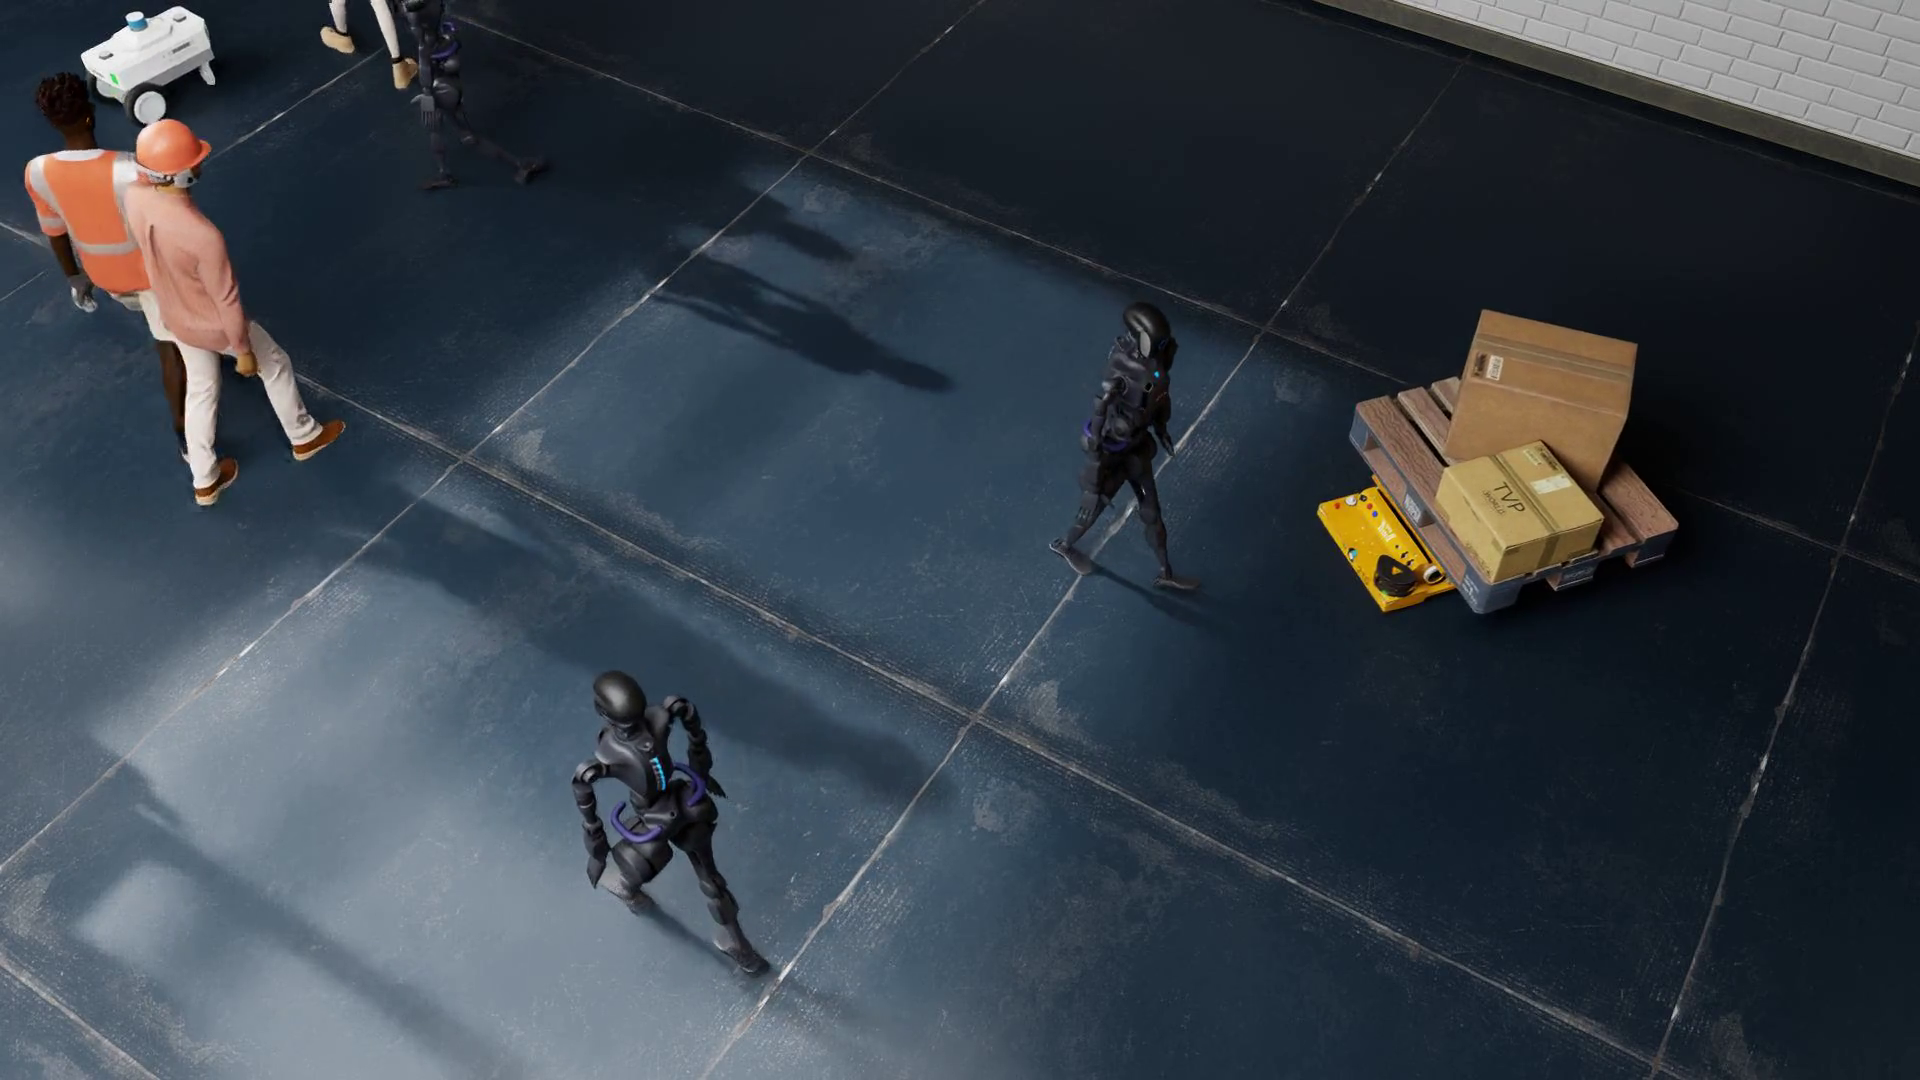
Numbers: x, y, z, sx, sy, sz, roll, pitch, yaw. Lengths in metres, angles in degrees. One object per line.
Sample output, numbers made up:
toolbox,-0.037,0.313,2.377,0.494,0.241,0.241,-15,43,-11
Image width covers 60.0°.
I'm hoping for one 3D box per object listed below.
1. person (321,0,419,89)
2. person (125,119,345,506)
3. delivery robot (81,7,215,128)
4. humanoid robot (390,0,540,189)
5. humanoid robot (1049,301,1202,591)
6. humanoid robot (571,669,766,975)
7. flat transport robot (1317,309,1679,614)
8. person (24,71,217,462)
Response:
person,-3.728,-3.671,9.991,0.510,1.844,0.882,-25,54,-21
person,-3.462,-1.002,7.586,0.621,1.959,0.824,25,53,20
delivery robot,-4.973,-2.927,10.189,0.502,0.602,0.773,30,55,24
humanoid robot,-2.823,-2.632,9.214,0.736,1.650,0.589,-9,49,-8
humanoid robot,0.750,-0.356,7.209,0.740,1.625,0.610,33,56,25
humanoid robot,-1.098,1.003,6.034,0.785,1.622,0.596,35,57,27
flat transport robot,2.502,-0.129,7.928,1.431,0.231,0.659,-15,51,-13
person,-3.895,-1.347,7.898,0.612,1.911,1.012,3,49,2
